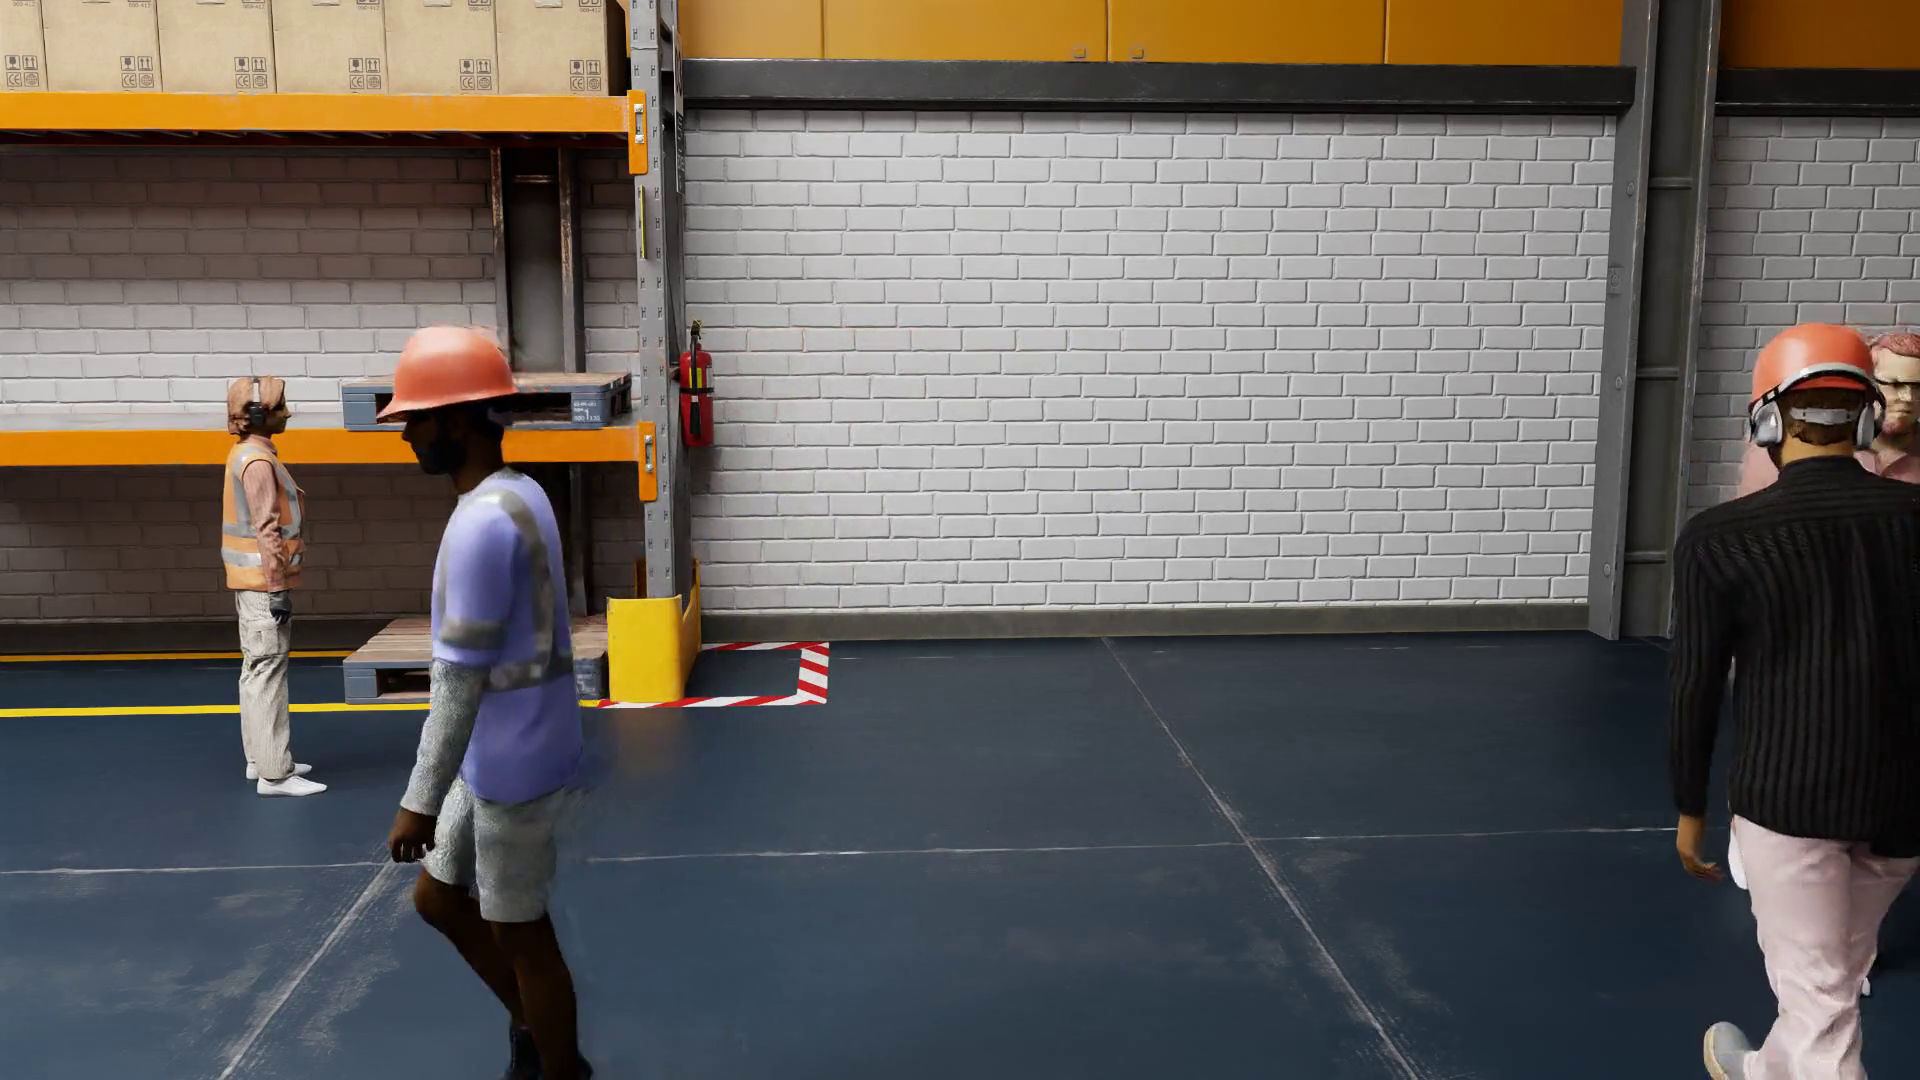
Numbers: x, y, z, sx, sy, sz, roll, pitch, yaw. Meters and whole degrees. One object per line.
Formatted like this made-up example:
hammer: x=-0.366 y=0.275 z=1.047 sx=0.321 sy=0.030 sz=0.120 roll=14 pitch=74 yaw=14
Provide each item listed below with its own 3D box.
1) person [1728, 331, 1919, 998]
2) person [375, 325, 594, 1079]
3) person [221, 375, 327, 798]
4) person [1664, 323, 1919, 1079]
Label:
person: x=2.601 y=0.310 z=4.957 sx=0.649 sy=1.873 sz=0.854 roll=2 pitch=9 yaw=12
person: x=-1.040 y=0.488 z=3.707 sx=0.452 sy=1.915 sz=0.541 roll=-2 pitch=9 yaw=-13
person: x=-2.700 y=0.180 z=6.481 sx=0.307 sy=1.640 sz=0.518 roll=-5 pitch=10 yaw=-29
person: x=1.773 y=0.521 z=3.451 sx=0.653 sy=1.917 sz=1.004 roll=0 pitch=9 yaw=1
